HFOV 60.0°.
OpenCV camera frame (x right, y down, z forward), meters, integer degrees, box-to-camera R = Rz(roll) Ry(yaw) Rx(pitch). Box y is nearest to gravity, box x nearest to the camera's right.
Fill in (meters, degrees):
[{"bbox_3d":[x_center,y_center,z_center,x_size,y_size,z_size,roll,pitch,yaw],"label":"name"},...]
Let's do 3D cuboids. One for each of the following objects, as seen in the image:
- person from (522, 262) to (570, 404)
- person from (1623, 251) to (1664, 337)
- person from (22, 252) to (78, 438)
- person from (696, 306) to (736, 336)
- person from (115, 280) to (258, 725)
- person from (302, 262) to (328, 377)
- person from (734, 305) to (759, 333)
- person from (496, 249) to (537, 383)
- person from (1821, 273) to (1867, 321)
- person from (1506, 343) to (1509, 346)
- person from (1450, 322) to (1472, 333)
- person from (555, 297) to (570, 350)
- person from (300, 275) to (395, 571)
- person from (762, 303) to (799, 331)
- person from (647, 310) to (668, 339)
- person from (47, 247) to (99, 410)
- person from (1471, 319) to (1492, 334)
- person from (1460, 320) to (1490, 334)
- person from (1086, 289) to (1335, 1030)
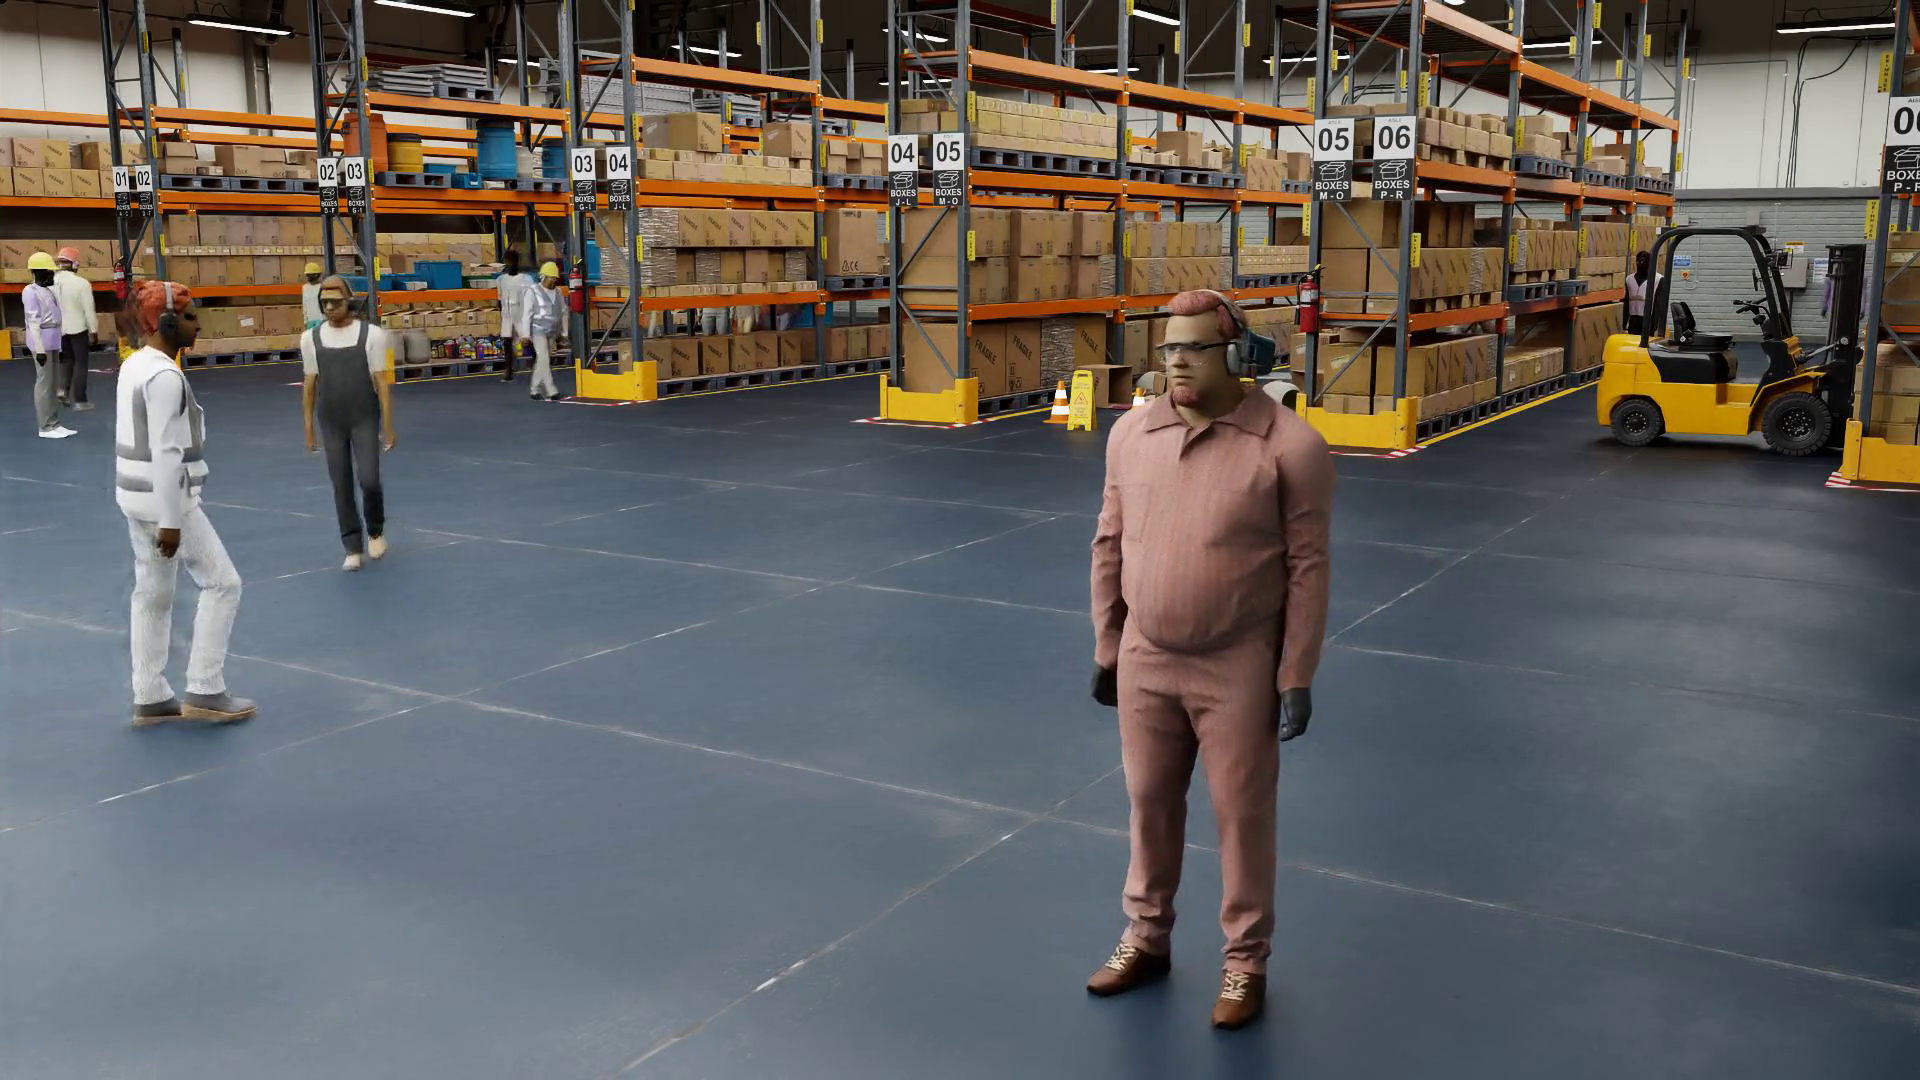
[{"bbox_3d":[-5.226,-2.626,21.136,0.800,1.782,0.614,6,12,30],"label":"person"},{"bbox_3d":[9.828,-3.196,23.959,0.375,1.912,0.586,-8,13,-37],"label":"person"},{"bbox_3d":[-9.515,-2.024,17.345,0.362,1.928,0.587,-2,10,-11],"label":"person"},{"bbox_3d":[-3.701,-3.438,25.275,0.626,1.934,0.358,1,10,4],"label":"person"},{"bbox_3d":[-3.253,-0.147,6.993,0.590,1.867,0.602,-8,13,-39],"label":"person"},{"bbox_3d":[-9.724,-3.344,25.279,0.528,1.745,0.505,4,11,21],"label":"person"},{"bbox_3d":[-3.490,-3.667,27.432,0.499,1.611,0.656,5,11,27],"label":"person"},{"bbox_3d":[-6.493,-3.299,24.467,0.609,1.940,0.876,3,10,14],"label":"person"},{"bbox_3d":[14.983,-3.930,28.226,0.666,1.853,0.991,5,11,26],"label":"person"},{"bbox_3d":[10.743,-4.635,32.838,0.631,1.610,0.485,-3,11,-16],"label":"person"},{"bbox_3d":[9.379,-4.309,31.030,0.622,1.612,0.412,-2,10,-14],"label":"person"},{"bbox_3d":[-7.505,-4.587,31.773,0.551,1.911,0.899,4,11,23],"label":"person"},{"bbox_3d":[-3.773,-0.710,10.245,0.534,1.830,0.407,-1,10,-7],"label":"person"},{"bbox_3d":[-2.904,-3.583,26.620,0.526,1.731,0.821,7,12,34],"label":"person"},{"bbox_3d":[-6.244,-4.991,34.253,0.518,1.830,0.847,6,12,29],"label":"person"},{"bbox_3d":[-10.750,-2.557,20.180,0.652,1.975,0.439,1,10,7],"label":"person"},{"bbox_3d":[10.386,-4.821,33.159,0.565,1.868,0.970,-2,10,-10],"label":"person"},{"bbox_3d":[9.655,-4.477,31.262,1.054,1.864,0.558,7,13,36],"label":"person"},{"bbox_3d":[0.615,0.310,4.329,0.651,1.906,0.403,7,12,33],"label":"person"}]
